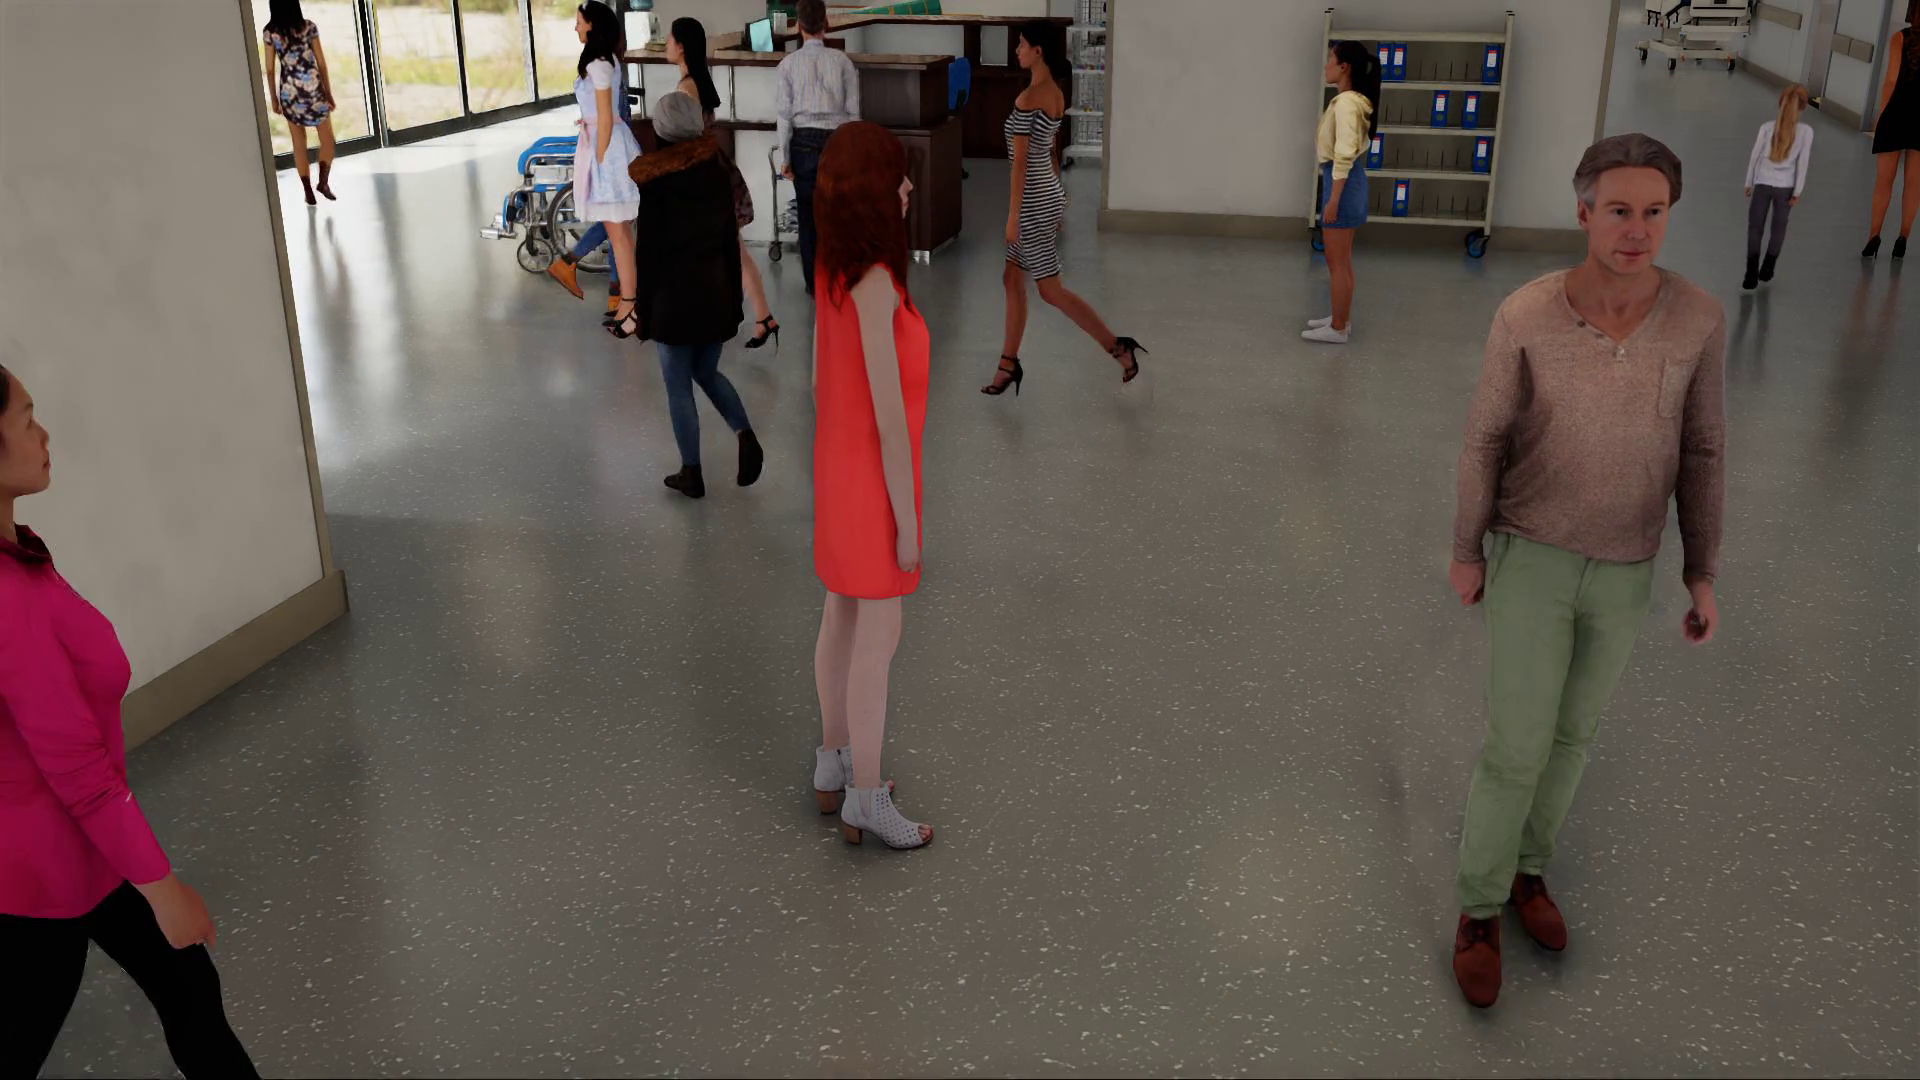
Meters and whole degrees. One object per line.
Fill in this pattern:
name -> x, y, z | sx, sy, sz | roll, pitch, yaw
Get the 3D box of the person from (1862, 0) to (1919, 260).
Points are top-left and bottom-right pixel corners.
person -> 6.470, -2.843, 11.344 | 0.449, 1.835, 0.629 | 5, 21, 13

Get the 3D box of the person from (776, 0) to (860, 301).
person -> -0.834, -2.339, 10.044 | 0.849, 1.814, 0.858 | 0, 21, -1

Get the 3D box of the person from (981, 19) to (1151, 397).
person -> 0.471, -1.508, 7.885 | 1.042, 1.789, 0.597 | 5, 21, 14

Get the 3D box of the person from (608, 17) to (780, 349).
person -> -1.286, -1.805, 8.777 | 1.184, 1.712, 0.691 | 3, 21, 9

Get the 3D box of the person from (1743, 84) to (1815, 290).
person -> 5.107, -2.202, 10.460 | 0.858, 1.263, 0.645 | 9, 23, 23

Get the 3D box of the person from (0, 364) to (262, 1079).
person -> -1.514, 0.572, 2.584 | 1.135, 1.655, 1.113 | -13, 24, -31

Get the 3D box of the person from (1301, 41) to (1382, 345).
person -> 2.112, -1.912, 9.175 | 0.572, 1.631, 0.653 | 8, 22, 20

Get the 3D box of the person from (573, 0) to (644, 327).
person -> -2.006, -2.134, 9.501 | 0.844, 1.815, 0.809 | -2, 21, -6

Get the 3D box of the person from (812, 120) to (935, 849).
person -> -0.241, -0.108, 4.136 | 0.705, 1.827, 0.678 | -8, 22, -21

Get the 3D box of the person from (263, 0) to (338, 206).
person -> -5.279, -3.545, 13.353 | 0.830, 1.727, 0.886 | -6, 22, -15

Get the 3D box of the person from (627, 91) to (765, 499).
person -> -1.022, -0.927, 6.586 | 0.911, 1.623, 0.817 | 19, 28, 41

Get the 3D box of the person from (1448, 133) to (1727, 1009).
person -> 1.338, 0.041, 3.704 | 0.798, 1.854, 0.847 | -1, 21, -2

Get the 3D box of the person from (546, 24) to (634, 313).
person -> -2.153, -2.150, 9.719 | 0.971, 1.691, 0.855 | -3, 21, -7
